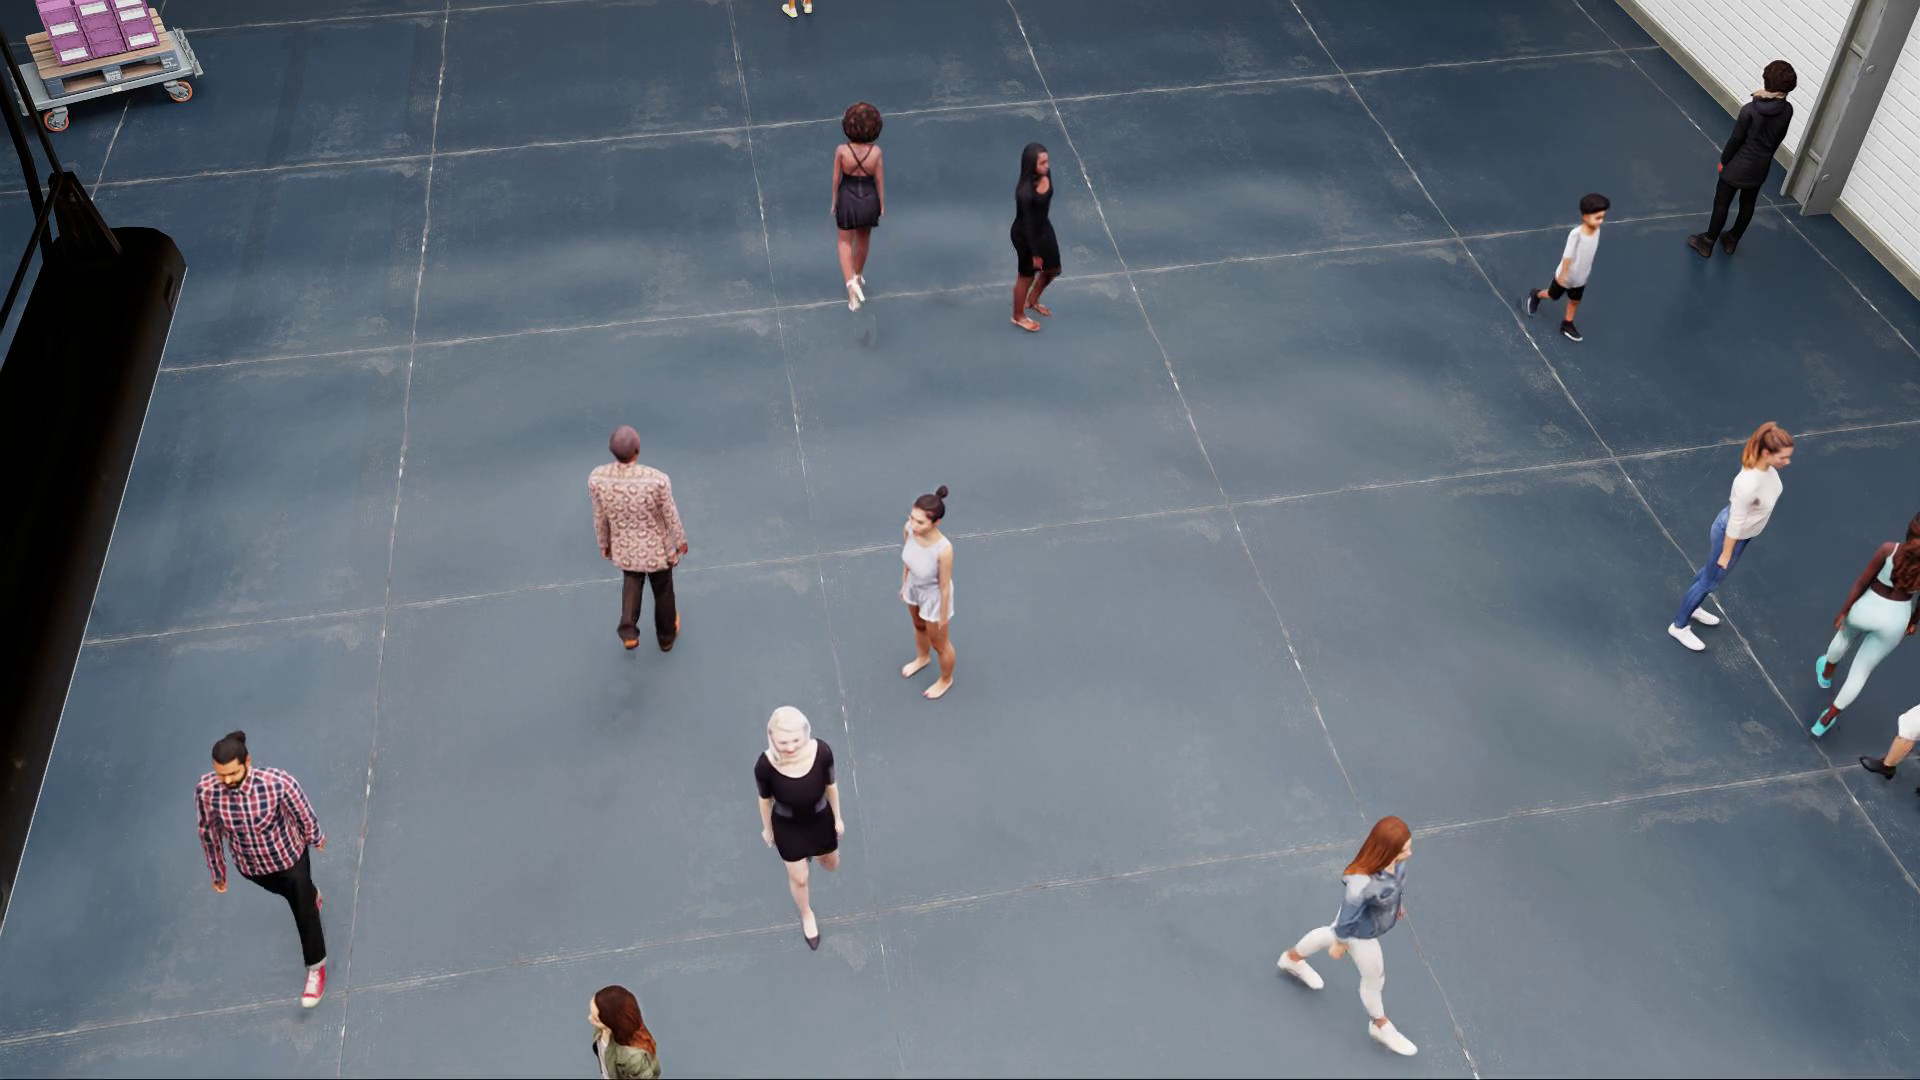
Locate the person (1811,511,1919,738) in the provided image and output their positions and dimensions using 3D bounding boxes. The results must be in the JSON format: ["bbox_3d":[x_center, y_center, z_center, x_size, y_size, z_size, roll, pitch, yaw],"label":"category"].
[{"bbox_3d":[5.505,0.536,10.019,0.921,1.702,1.009,22,48,21],"label":"person"}]

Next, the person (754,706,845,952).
[{"bbox_3d":[-0.867,1.461,8.965,0.682,1.816,0.921,-14,45,-14],"label":"person"}]

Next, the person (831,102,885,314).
[{"bbox_3d":[-0.803,-2.593,13.263,0.605,1.757,0.936,-8,44,-8],"label":"person"}]

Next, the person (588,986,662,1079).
[{"bbox_3d":[-1.591,2.593,8.024,0.708,1.475,0.554,-22,48,-21],"label":"person"}]

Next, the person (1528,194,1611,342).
[{"bbox_3d":[4.849,-2.204,13.226,0.601,1.246,0.830,-17,46,-17],"label":"person"}]

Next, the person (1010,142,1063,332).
[{"bbox_3d":[0.488,-2.383,13.077,0.806,1.711,0.731,17,46,17],"label":"person"}]

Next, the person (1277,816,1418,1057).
[{"bbox_3d":[2.002,1.925,8.593,1.151,1.658,1.079,28,50,26],"label":"person"}]

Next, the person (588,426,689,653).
[{"bbox_3d":[-2.007,0.087,10.424,0.821,1.793,0.870,6,44,7],"label":"person"}]

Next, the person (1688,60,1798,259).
[{"bbox_3d":[6.560,-3.151,13.832,0.624,1.781,0.610,-4,44,-5],"label":"person"}]

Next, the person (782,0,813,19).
[{"bbox_3d":[-1.716,-6.274,17.102,0.624,1.792,0.636,-17,46,-17],"label":"person"}]

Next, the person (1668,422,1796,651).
[{"bbox_3d":[4.927,-0.040,10.609,0.727,1.722,0.677,28,50,26],"label":"person"}]

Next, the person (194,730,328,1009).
[{"bbox_3d":[-3.668,1.595,8.881,0.789,1.737,1.055,0,44,0],"label":"person"}]

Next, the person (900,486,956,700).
[{"bbox_3d":[-0.184,0.315,10.314,0.699,1.614,0.591,-29,51,-27],"label":"person"}]
